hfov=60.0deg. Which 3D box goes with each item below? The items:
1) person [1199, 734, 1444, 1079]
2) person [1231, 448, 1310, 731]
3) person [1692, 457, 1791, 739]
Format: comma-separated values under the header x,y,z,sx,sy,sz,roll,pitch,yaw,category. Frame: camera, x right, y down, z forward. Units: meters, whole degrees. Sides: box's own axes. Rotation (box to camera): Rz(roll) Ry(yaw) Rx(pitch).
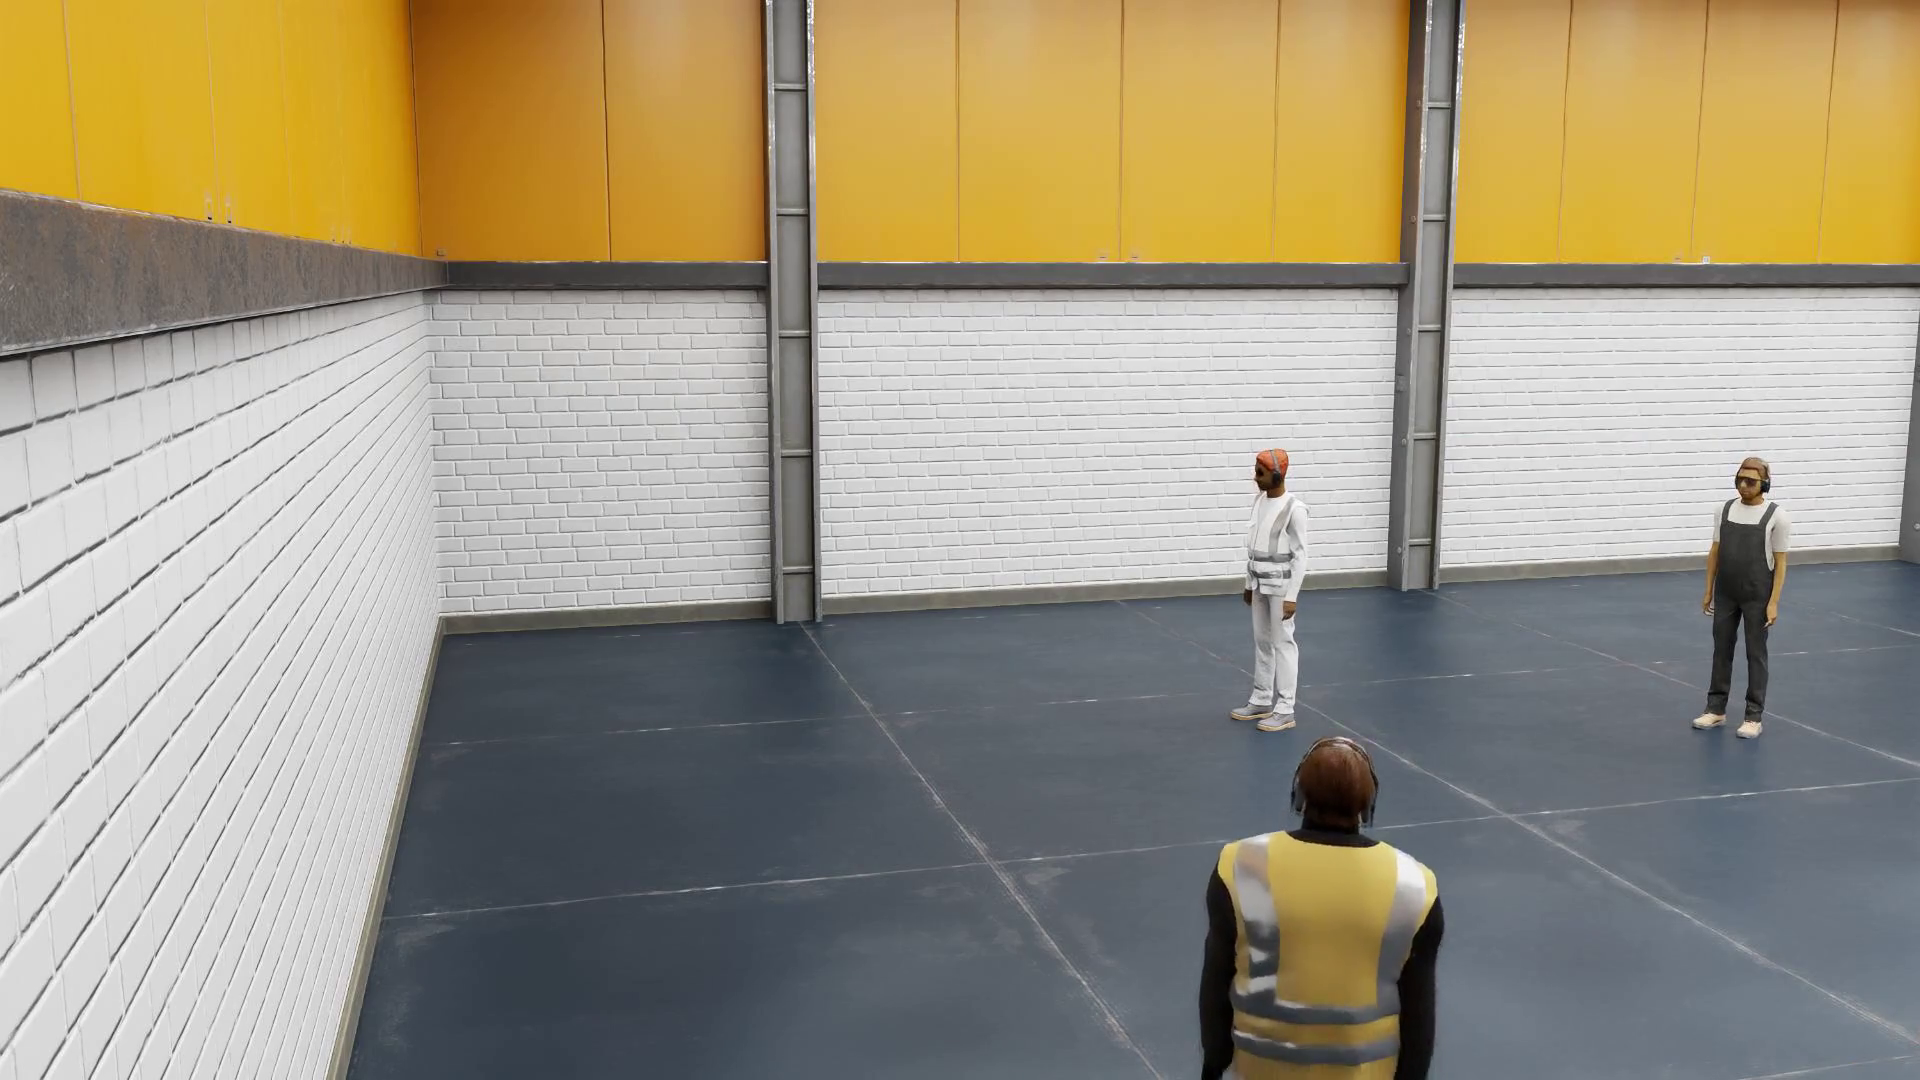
x,y,z,sx,sy,sz,roll,pitch,yaw,category
0.953,1.424,4.441,0.622,1.814,0.729,1,9,4,person
2.079,0.325,11.087,0.354,1.883,0.572,-4,10,-22,person
5.137,0.370,10.919,0.345,1.847,0.508,-8,12,-40,person
